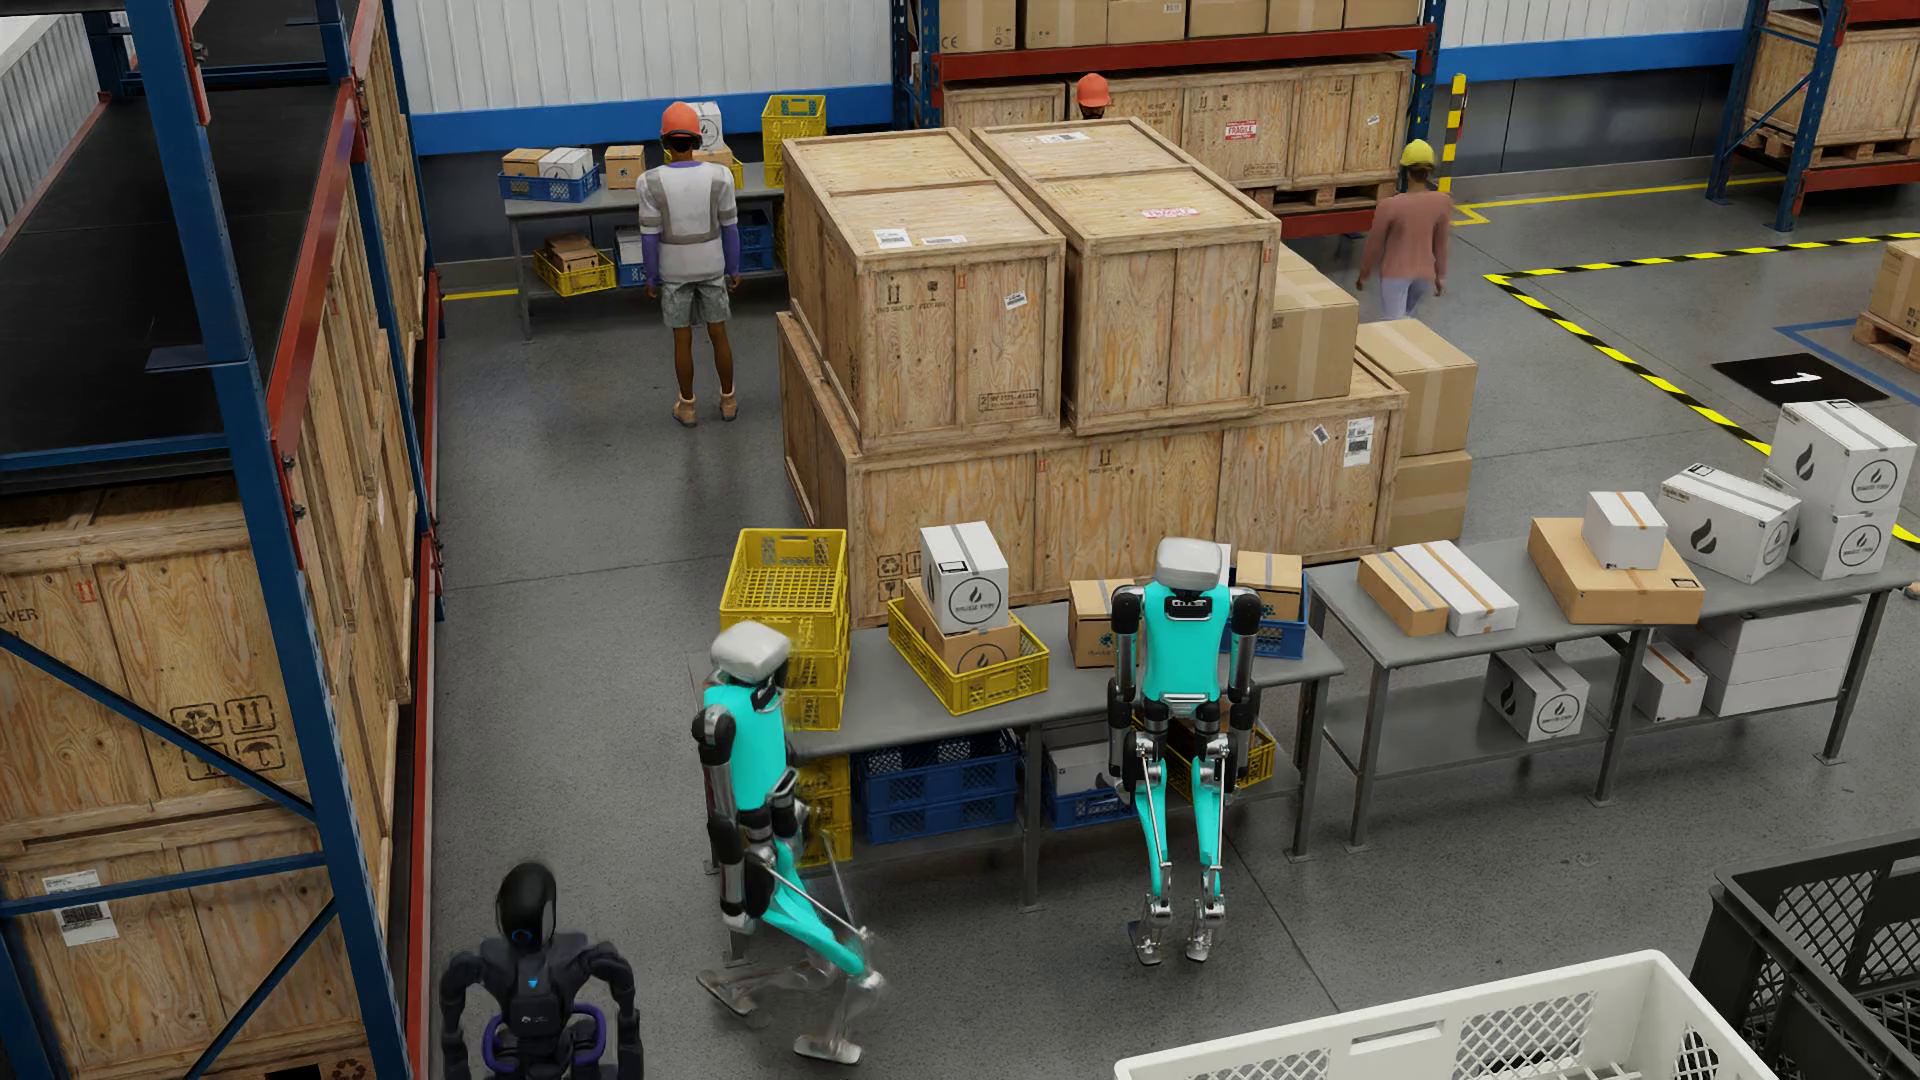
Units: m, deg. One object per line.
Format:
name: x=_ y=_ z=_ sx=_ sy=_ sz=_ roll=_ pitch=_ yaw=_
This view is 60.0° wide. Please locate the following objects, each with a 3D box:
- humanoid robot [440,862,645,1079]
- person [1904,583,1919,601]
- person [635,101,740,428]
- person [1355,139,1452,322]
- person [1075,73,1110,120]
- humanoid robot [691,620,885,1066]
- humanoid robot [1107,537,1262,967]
humanoid robot: x=-1.191 y=1.573 z=4.816 sx=0.589 sy=1.652 sz=0.370 roll=-5 pitch=29 yaw=-9
person: x=5.177 y=-0.488 z=8.176 sx=0.389 sy=2.034 sz=0.605 roll=0 pitch=29 yaw=0
person: x=-1.675 y=-1.696 z=10.357 sx=0.610 sy=2.041 sz=0.392 roll=-9 pitch=30 yaw=-16
person: x=2.852 y=-1.727 z=10.748 sx=0.533 sy=1.709 sz=0.912 roll=-8 pitch=30 yaw=-13
person: x=0.882 y=-2.236 z=11.447 sx=0.544 sy=1.938 sz=0.359 roll=-5 pitch=29 yaw=-9
humanoid robot: x=-0.551 y=1.083 z=5.601 sx=0.957 sy=1.743 sz=0.555 roll=9 pitch=30 yaw=15
humanoid robot: x=0.788 y=0.862 z=5.890 sx=0.533 sy=1.677 sz=0.735 roll=1 pitch=29 yaw=2
